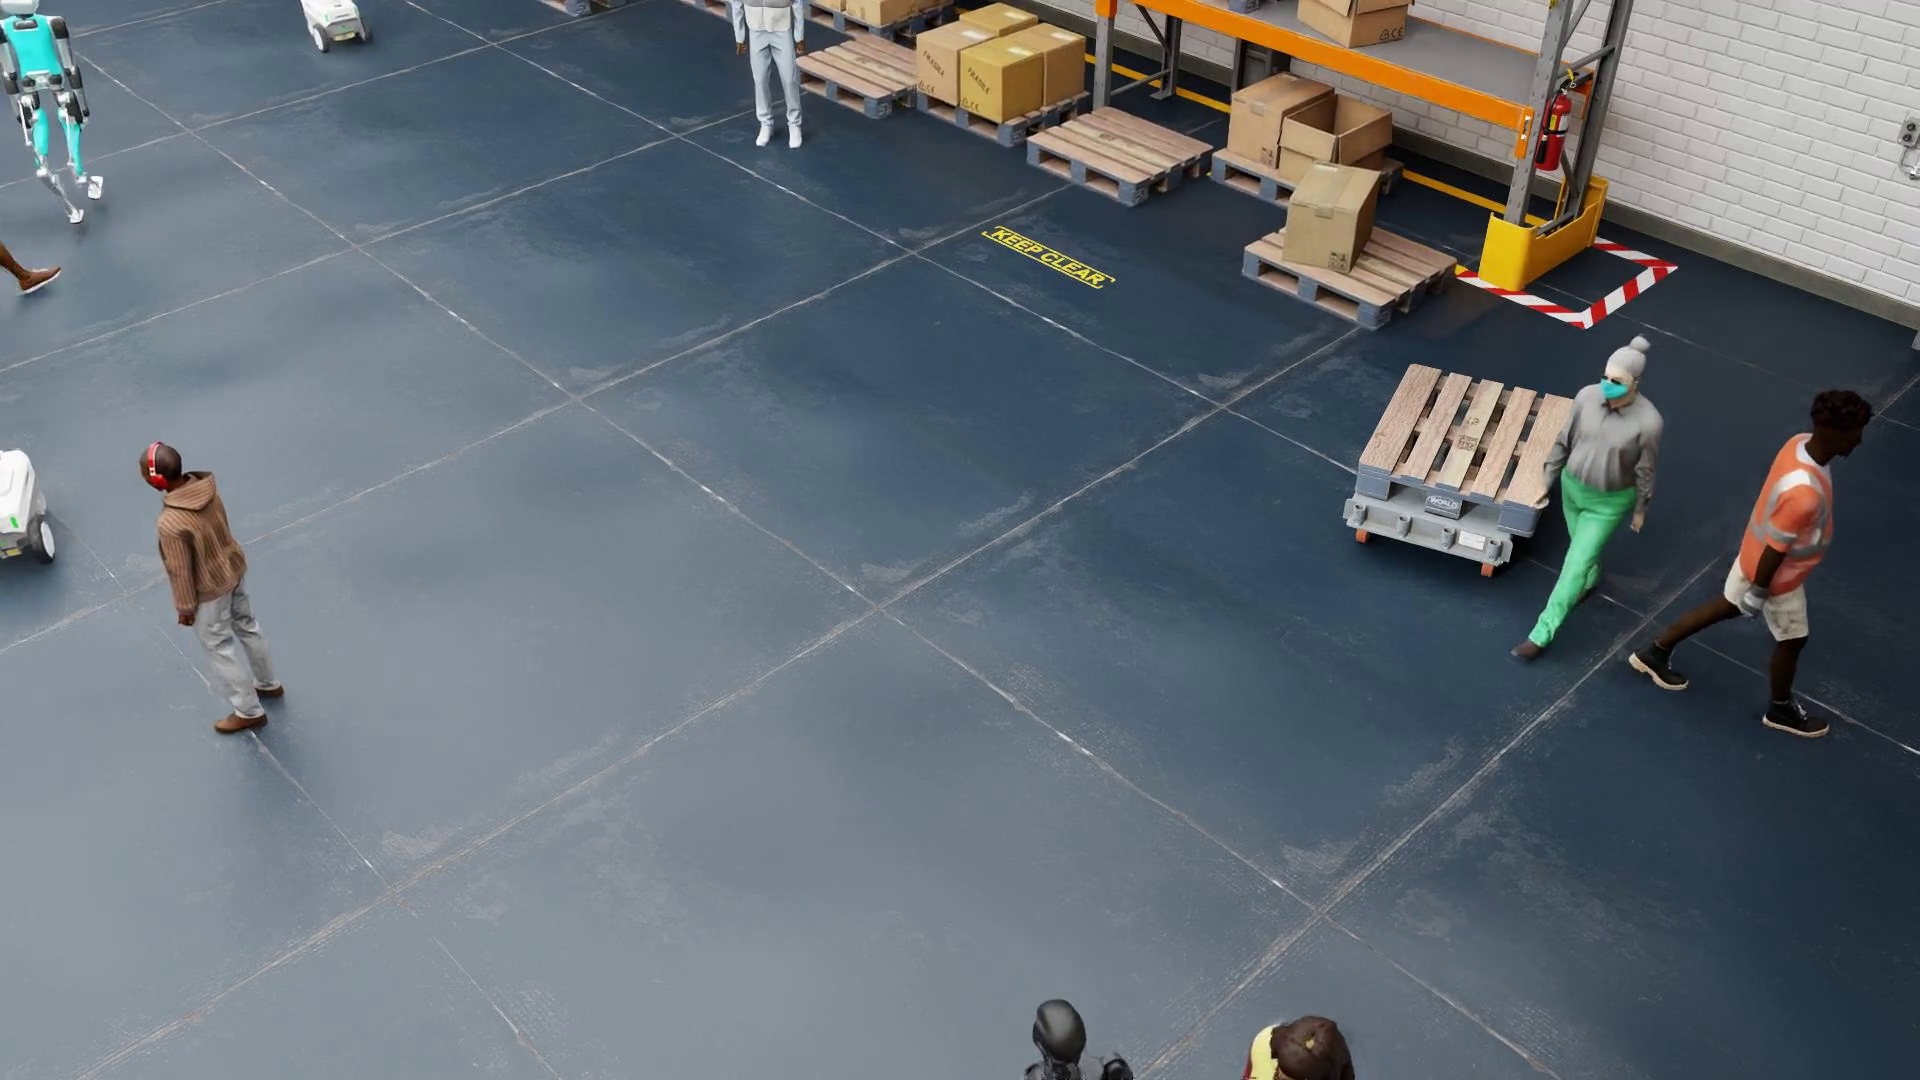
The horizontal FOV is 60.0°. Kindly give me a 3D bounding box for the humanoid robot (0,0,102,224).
[{"bbox_3d":[-6.840,-3.182,12.519,0.548,1.739,0.966,-12,39,-15],"label":"humanoid robot"}]

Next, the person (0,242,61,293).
[{"bbox_3d":[-6.861,-2.398,11.438,0.939,1.804,0.497,-23,43,-28],"label":"person"}]

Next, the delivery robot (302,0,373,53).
[{"bbox_3d":[-6.029,-5.042,15.971,0.499,0.594,0.782,-24,43,-28],"label":"delivery robot"}]

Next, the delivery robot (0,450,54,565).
[{"bbox_3d":[-5.508,-0.162,9.527,0.499,0.614,0.814,-12,39,-15],"label":"delivery robot"}]

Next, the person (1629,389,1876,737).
[{"bbox_3d":[3.925,0.077,8.061,0.976,1.923,0.610,13,39,17],"label":"person"}]

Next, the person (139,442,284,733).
[{"bbox_3d":[-3.637,0.224,8.097,0.318,1.645,0.457,4,37,6],"label":"person"}]

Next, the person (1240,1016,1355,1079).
[{"bbox_3d":[1.159,2.070,5.569,0.609,1.751,0.488,-25,44,-29],"label":"person"}]

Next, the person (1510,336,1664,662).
[{"bbox_3d":[3.263,-0.253,8.606,0.958,1.794,0.522,-25,44,-29],"label":"person"}]

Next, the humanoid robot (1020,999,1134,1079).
[{"bbox_3d":[0.306,2.150,5.546,0.590,1.616,0.731,-14,39,-18],"label":"humanoid robot"}]

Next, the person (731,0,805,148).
[{"bbox_3d":[-1.575,-4.199,13.739,0.596,1.906,0.408,3,37,4],"label":"person"}]
